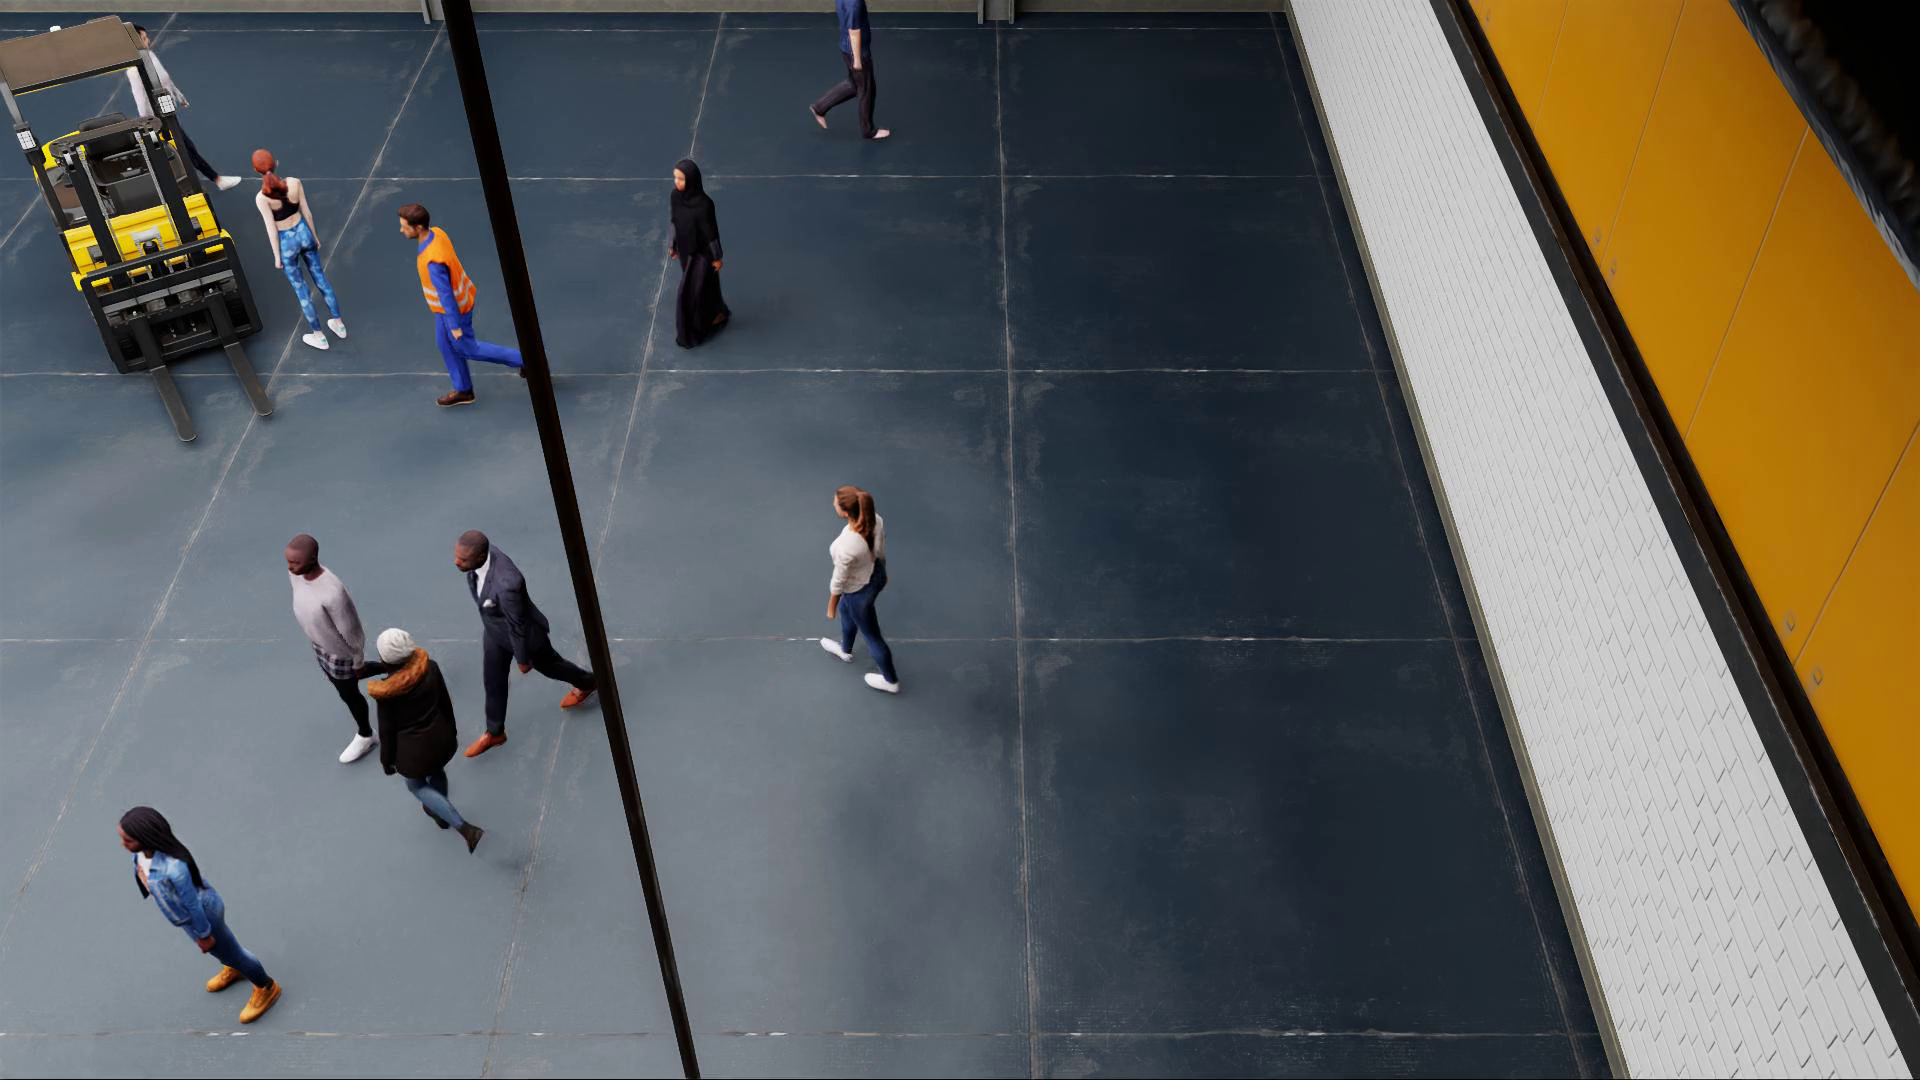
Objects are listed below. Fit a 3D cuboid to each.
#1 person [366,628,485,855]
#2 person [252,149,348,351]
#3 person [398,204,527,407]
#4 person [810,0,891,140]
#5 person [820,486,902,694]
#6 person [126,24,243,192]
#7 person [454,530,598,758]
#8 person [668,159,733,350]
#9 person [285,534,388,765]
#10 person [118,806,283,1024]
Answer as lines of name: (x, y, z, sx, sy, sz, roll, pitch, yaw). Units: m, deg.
person: (-3.095, 1.212, 9.710, 1.033, 1.613, 0.947, 25, 49, 24)
person: (-5.310, -2.329, 13.302, 0.720, 1.785, 0.671, 28, 50, 26)
person: (-3.769, -1.799, 12.721, 1.196, 1.820, 0.948, -14, 45, -14)
person: (-1.063, -4.593, 15.632, 1.030, 1.849, 0.775, -7, 44, -7)
person: (-0.540, 0.345, 10.560, 1.008, 1.696, 0.860, 19, 47, 19)
person: (-7.298, -3.833, 14.979, 1.151, 1.651, 0.705, -3, 44, -4)
person: (-2.686, 0.541, 10.305, 1.284, 1.764, 1.213, -31, 52, -28)
person: (-2.072, -2.388, 13.493, 0.979, 1.607, 0.920, -34, 53, -31)
person: (-3.762, 0.591, 10.258, 1.014, 1.757, 1.018, 27, 50, 25)
person: (-4.062, 1.964, 8.854, 0.689, 1.705, 0.764, 30, 51, 28)
